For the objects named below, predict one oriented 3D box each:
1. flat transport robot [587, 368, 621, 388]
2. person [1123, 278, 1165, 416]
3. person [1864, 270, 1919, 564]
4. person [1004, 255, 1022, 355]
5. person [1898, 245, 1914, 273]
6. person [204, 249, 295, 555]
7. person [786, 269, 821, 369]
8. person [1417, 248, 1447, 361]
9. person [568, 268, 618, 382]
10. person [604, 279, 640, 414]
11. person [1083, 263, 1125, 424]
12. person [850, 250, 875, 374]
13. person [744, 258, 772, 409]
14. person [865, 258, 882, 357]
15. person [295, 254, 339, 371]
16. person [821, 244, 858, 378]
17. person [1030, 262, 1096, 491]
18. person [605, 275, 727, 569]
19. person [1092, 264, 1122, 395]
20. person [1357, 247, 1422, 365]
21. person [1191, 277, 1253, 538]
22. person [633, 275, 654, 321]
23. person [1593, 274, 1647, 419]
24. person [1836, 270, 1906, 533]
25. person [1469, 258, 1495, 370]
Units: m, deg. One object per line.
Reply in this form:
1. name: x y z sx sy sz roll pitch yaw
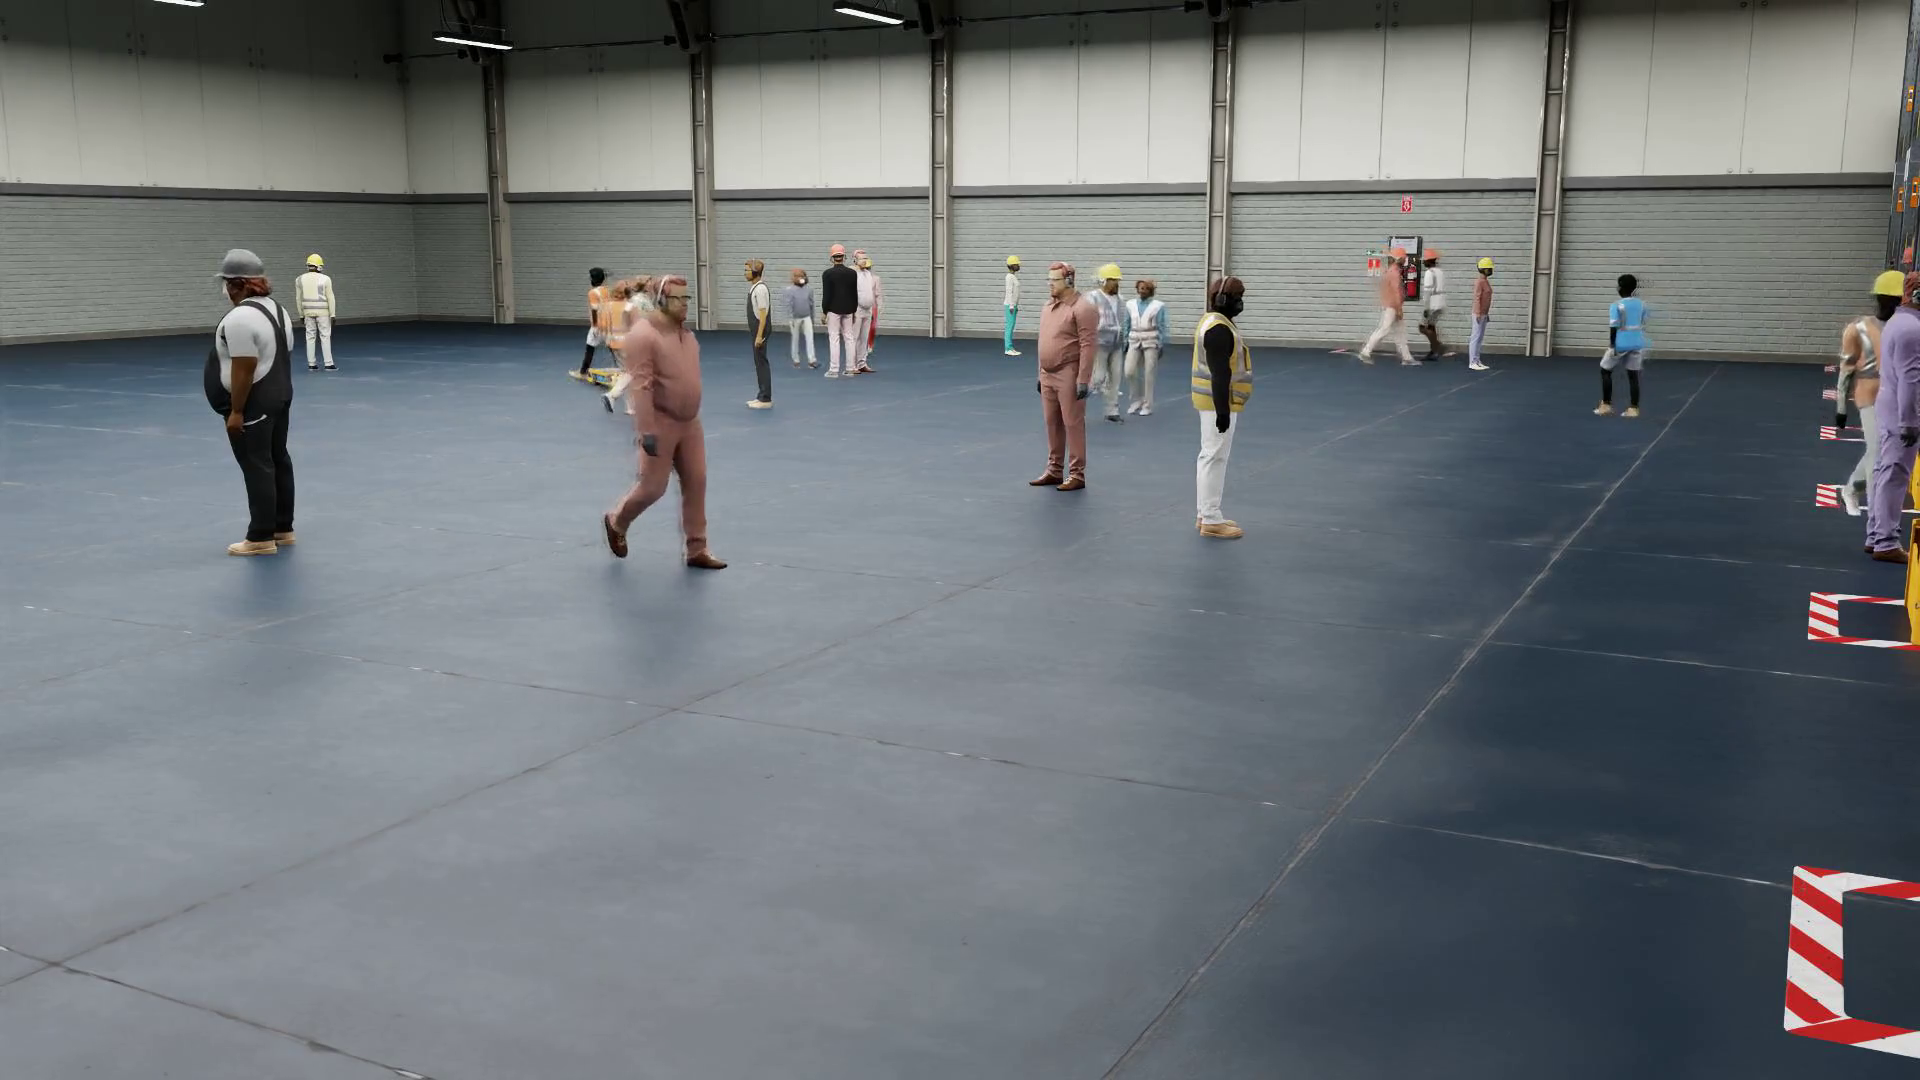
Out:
1. flat transport robot: -4.785 -2.308 23.546 0.652 0.197 1.431 -5 12 -27
2. person: 2.153 -2.272 19.631 0.538 1.623 0.433 5 12 27
3. person: 6.212 -0.807 10.896 0.400 1.910 0.643 5 11 23
4. person: 0.941 -4.175 29.642 0.306 1.772 0.525 2 11 10
5. person: 11.420 -2.542 20.089 0.613 2.001 0.844 -5 12 -26
6. person: -4.784 -0.925 11.176 0.536 2.000 0.676 0 10 2
7. person: -2.500 -3.500 26.431 0.509 1.585 0.857 -5 12 -25
8. person: 7.951 -3.944 27.988 0.488 1.914 0.574 9 13 39
9. person: -5.244 -3.083 23.987 0.872 1.648 0.555 4 11 21
10. person: -4.004 -2.265 19.651 0.519 1.618 0.606 8 13 38
11. person: 1.616 -2.223 18.864 0.594 1.817 0.610 -8 13 -36
12. person: -1.539 -3.524 25.716 0.404 1.906 0.651 7 12 33
13. person: -2.483 -2.532 20.472 0.327 1.843 0.516 -2 11 -11
14. person: -1.665 -4.143 29.499 0.531 1.747 0.656 -2 11 -11
15. person: -10.100 -3.566 26.148 0.600 1.830 0.403 1 10 5
16. person: -1.817 -3.438 25.014 0.622 1.989 0.379 -8 13 -36
17. person: 0.847 -1.370 13.972 0.406 1.904 0.654 -7 12 -33
18. person: -1.904 -0.749 10.635 0.785 1.883 0.644 6 12 31
19. person: 1.959 -2.808 22.262 0.300 1.742 0.486 -7 12 -34
20. person: 7.069 -3.834 27.332 1.025 1.945 0.620 2 11 13
21. person: 1.862 -0.945 11.837 0.429 1.839 0.634 1 10 4
22. person: -4.155 -2.636 21.636 0.466 1.622 0.531 0 10 -1
23. person: 7.734 -2.260 19.464 0.547 1.677 0.659 -3 11 -18
24. person: 6.779 -1.047 12.281 0.586 1.891 0.967 0 10 -1
25. person: 8.310 -3.590 26.457 0.315 1.769 0.523 7 12 32
